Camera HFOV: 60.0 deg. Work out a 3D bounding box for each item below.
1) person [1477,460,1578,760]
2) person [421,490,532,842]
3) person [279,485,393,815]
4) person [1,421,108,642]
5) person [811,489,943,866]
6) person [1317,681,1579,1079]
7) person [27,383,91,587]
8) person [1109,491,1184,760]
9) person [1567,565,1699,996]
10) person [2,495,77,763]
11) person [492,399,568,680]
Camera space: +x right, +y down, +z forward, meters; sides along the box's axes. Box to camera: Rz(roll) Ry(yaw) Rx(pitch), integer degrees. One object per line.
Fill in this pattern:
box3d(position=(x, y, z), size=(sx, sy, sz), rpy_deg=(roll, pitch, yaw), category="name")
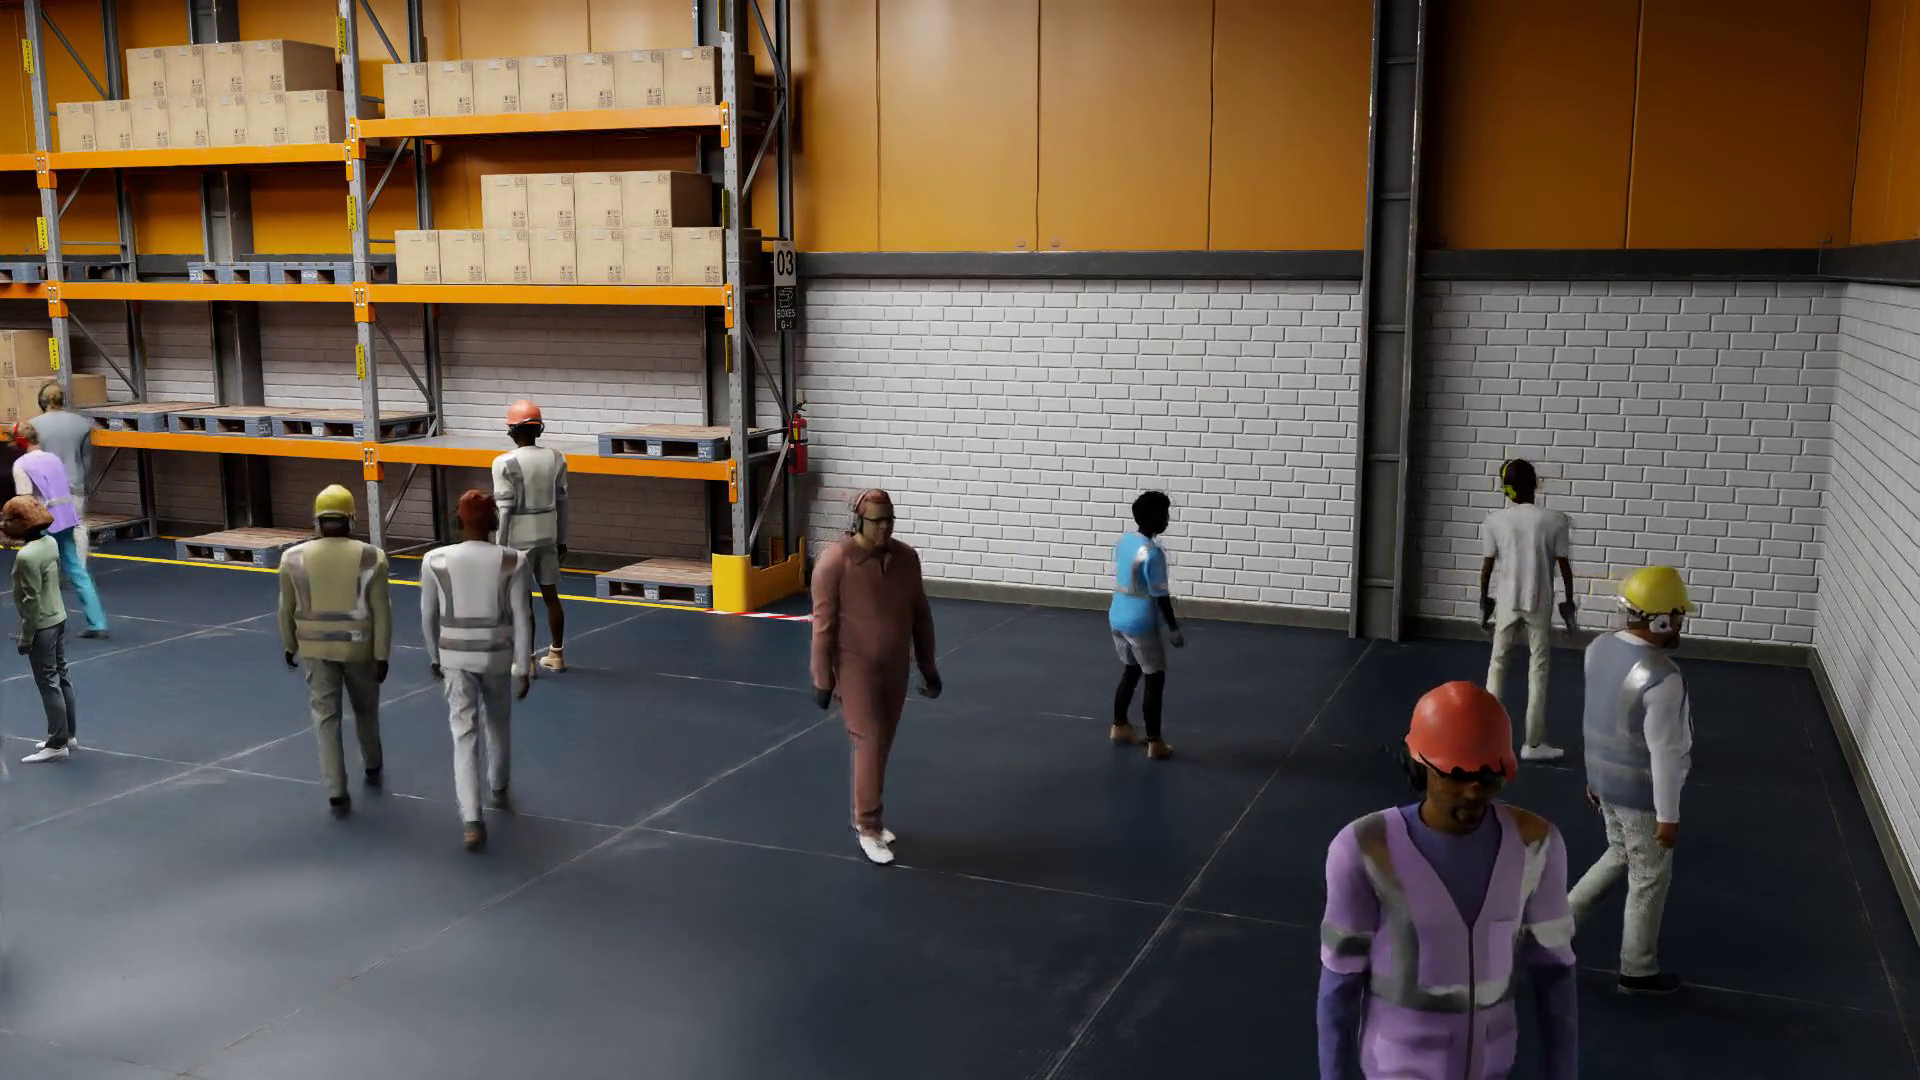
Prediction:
box3d(position=(3.404, 0.440, 10.087), size=(0.647, 1.844, 0.359), rpy_deg=(5, 11, 27), category="person")
box3d(position=(-2.581, 0.641, 8.924), size=(0.569, 1.831, 1.031), rpy_deg=(-2, 10, -14), category="person")
box3d(position=(-3.500, 0.577, 9.377), size=(0.607, 1.787, 0.889), rpy_deg=(-3, 10, -16), category="person")
box3d(position=(-7.297, -0.050, 13.231), size=(0.847, 1.777, 0.573), rpy_deg=(1, 9, 4), category="person")
box3d(position=(-0.373, 0.685, 8.486), size=(0.648, 1.885, 0.727), rpy_deg=(-8, 12, -41), category="person")
box3d(position=(1.230, 1.335, 4.140), size=(0.618, 2.016, 0.697), rpy_deg=(-2, 10, -12), category="person")
box3d(position=(-8.414, -0.501, 15.521), size=(0.664, 1.919, 0.626), rpy_deg=(7, 12, 37), category="person")
box3d(position=(1.151, 0.522, 10.184), size=(0.448, 1.666, 0.550), rpy_deg=(-3, 10, -16), category="person")
box3d(position=(2.728, 0.993, 6.801), size=(0.524, 1.813, 0.608), rpy_deg=(-1, 9, -8), category="person")
box3d(position=(-5.604, 0.535, 10.129), size=(0.278, 1.633, 0.498), rpy_deg=(-2, 10, -12), category="person")
box3d(position=(-3.154, -0.005, 12.164), size=(0.379, 2.041, 0.616), rpy_deg=(8, 12, 41), category="person")
